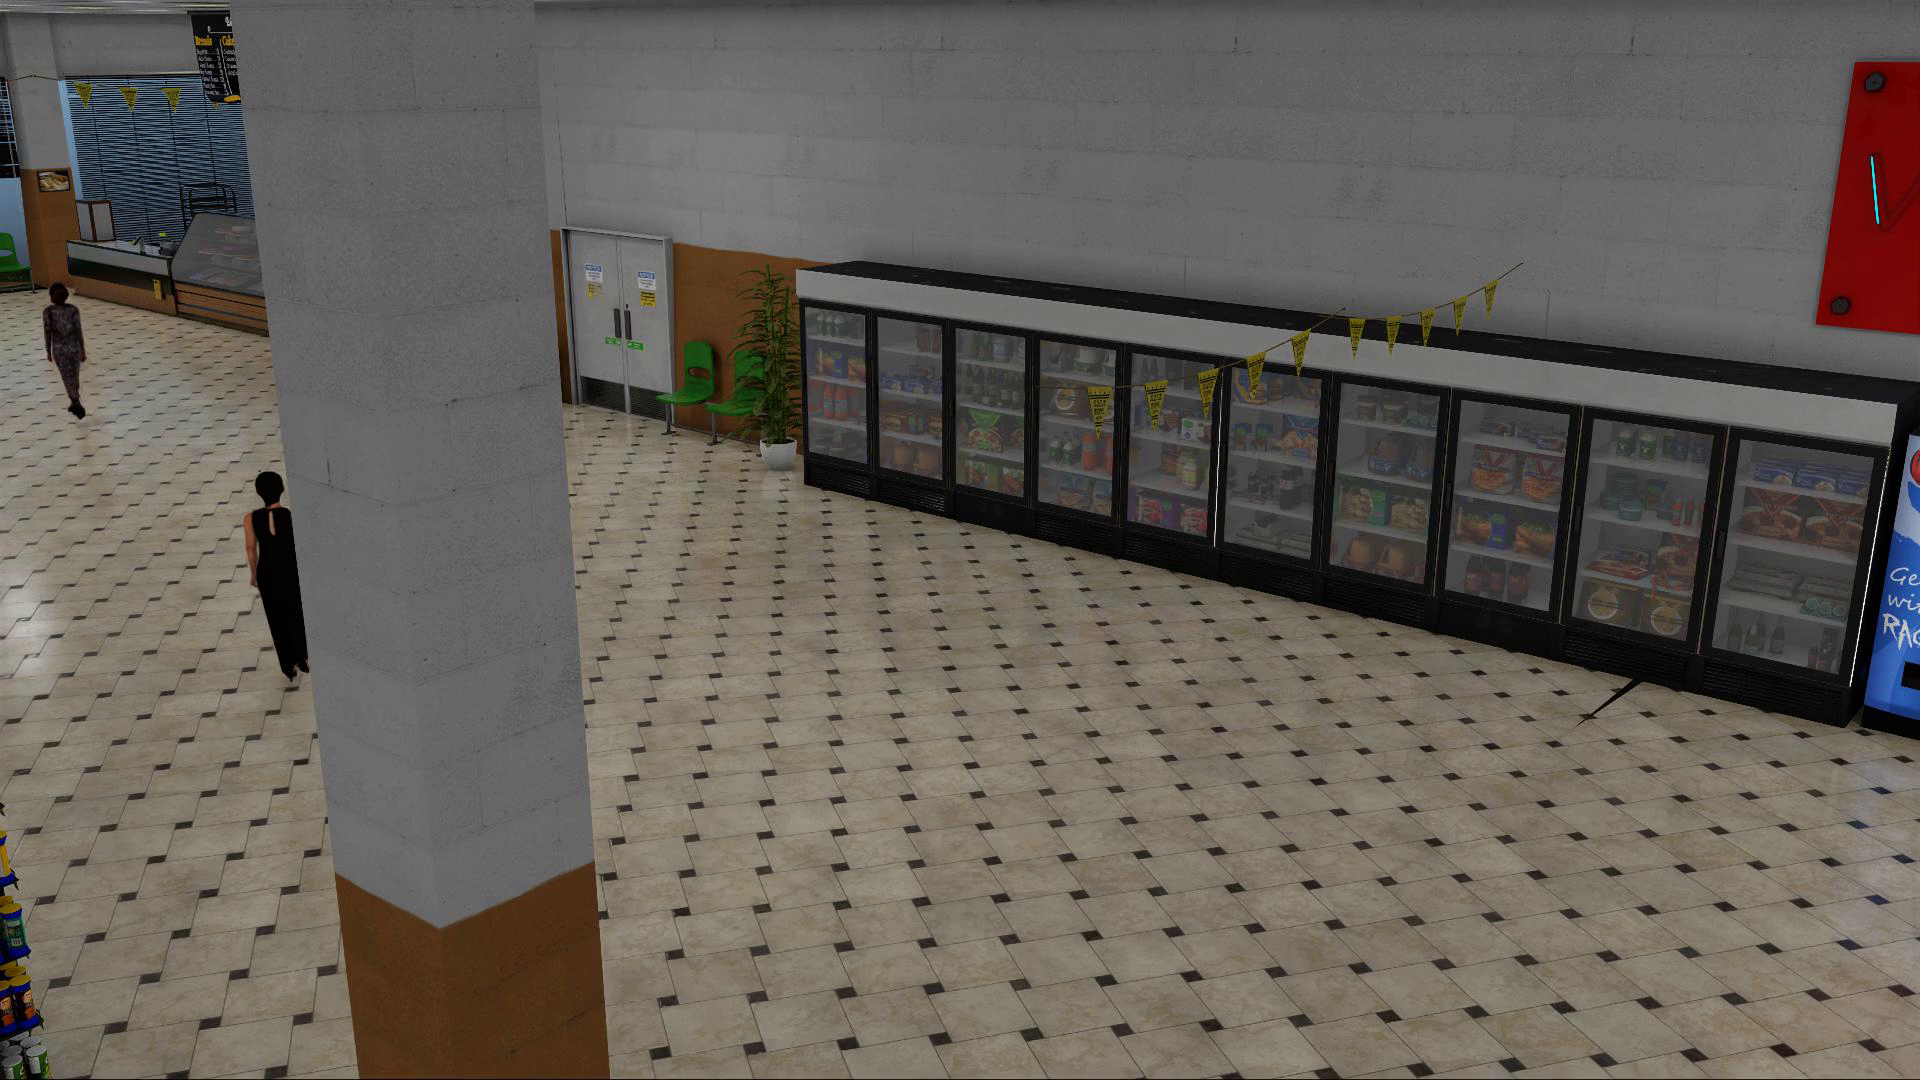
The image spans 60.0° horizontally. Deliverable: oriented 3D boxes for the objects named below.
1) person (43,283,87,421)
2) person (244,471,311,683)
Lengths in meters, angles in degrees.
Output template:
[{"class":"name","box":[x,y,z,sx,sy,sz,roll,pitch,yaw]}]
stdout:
[{"class":"person","box":[-11.008,-2.295,20.522,1.095,1.683,0.777,-14,22,-38]},{"class":"person","box":[-4.964,0.302,12.129,0.685,1.591,0.765,-6,18,-18]}]
